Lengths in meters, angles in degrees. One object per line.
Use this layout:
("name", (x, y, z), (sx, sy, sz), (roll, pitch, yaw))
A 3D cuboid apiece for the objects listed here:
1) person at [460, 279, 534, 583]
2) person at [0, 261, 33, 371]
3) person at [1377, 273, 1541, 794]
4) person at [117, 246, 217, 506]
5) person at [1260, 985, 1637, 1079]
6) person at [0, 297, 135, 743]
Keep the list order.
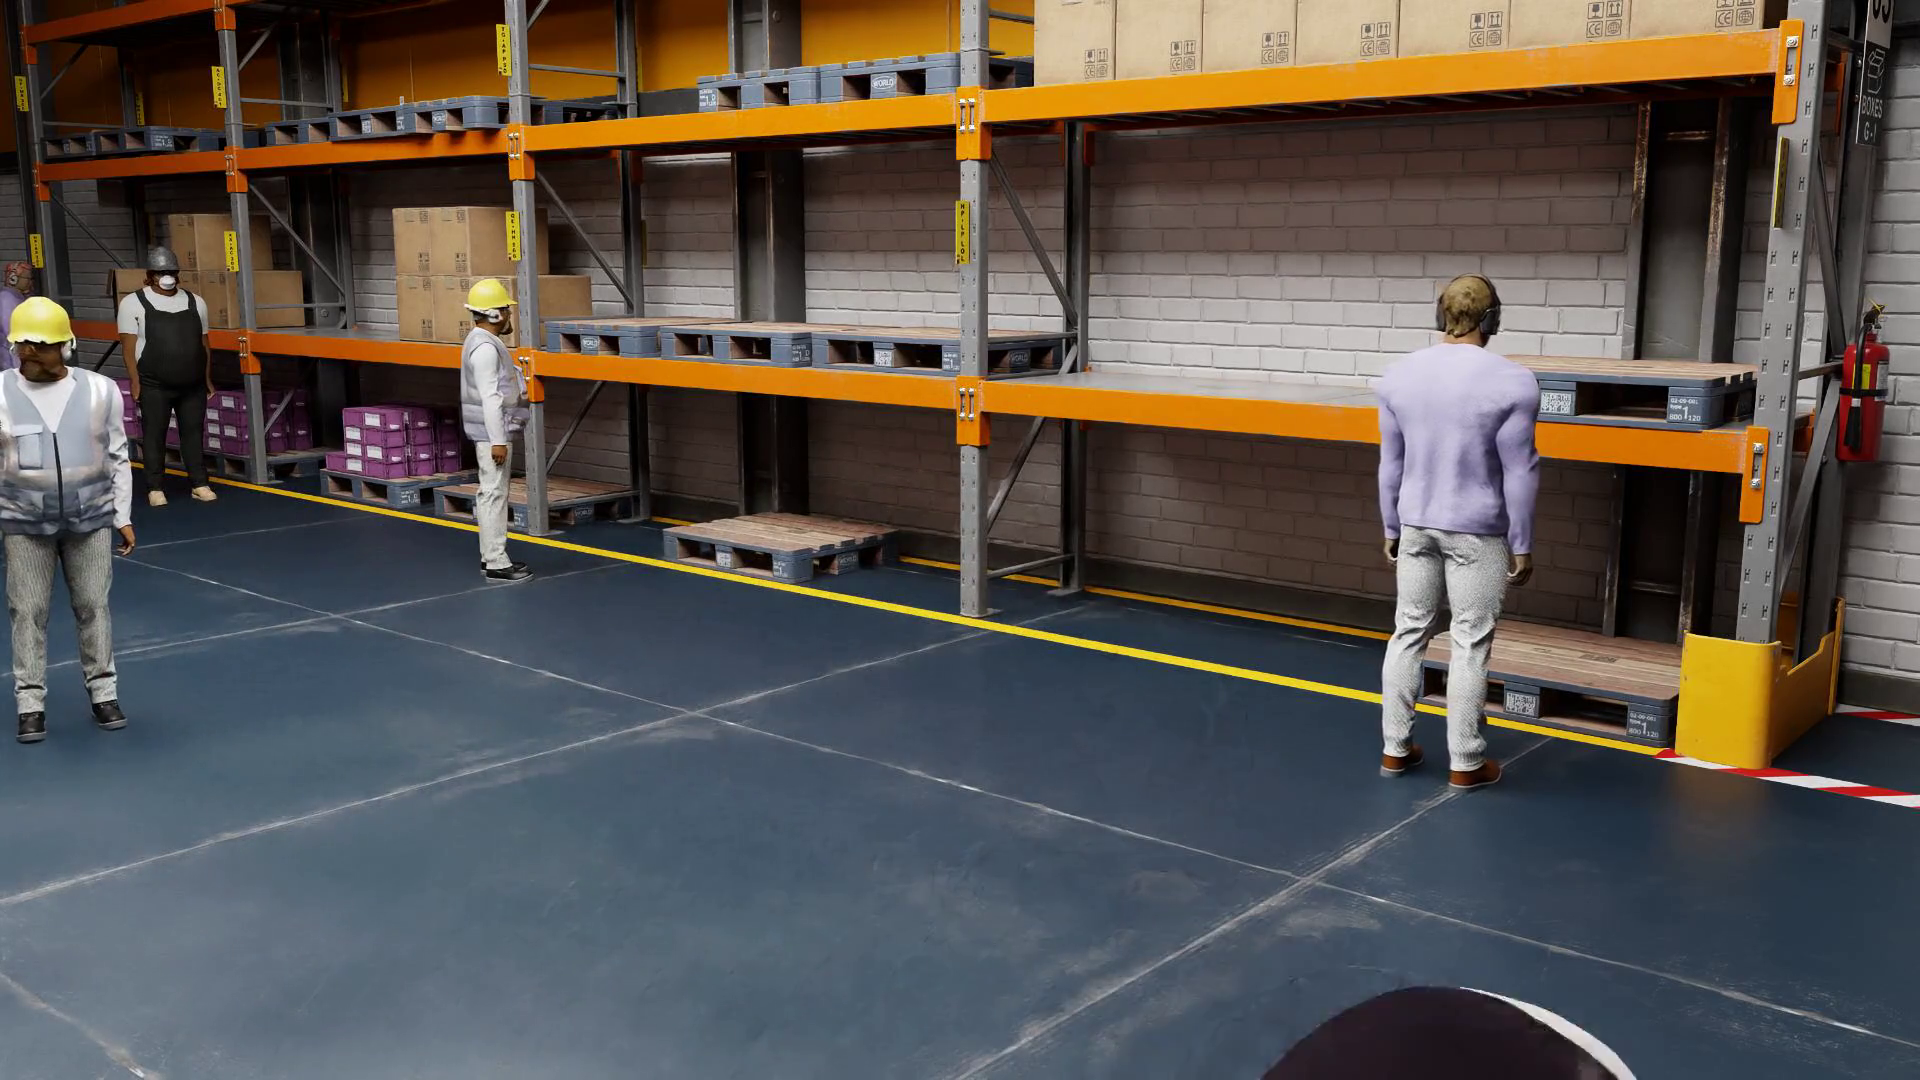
("person", (-2.816, -0.660, 10.116), (0.404, 1.836, 0.600), (-4, 11, -19))
("person", (-8.561, -1.587, 15.221), (0.403, 1.901, 0.637), (-5, 11, -25))
("person", (1.849, -0.024, 6.233), (0.628, 1.931, 0.357), (9, 14, 42))
("person", (-6.226, -1.297, 13.168), (0.537, 2.000, 0.683), (10, 14, 44))
("person", (0.308, 0.949, 0.919), (1.030, 1.844, 0.646), (6, 12, 32))
("person", (-3.736, -0.087, 6.890), (0.592, 1.825, 0.404), (-7, 12, -34))
